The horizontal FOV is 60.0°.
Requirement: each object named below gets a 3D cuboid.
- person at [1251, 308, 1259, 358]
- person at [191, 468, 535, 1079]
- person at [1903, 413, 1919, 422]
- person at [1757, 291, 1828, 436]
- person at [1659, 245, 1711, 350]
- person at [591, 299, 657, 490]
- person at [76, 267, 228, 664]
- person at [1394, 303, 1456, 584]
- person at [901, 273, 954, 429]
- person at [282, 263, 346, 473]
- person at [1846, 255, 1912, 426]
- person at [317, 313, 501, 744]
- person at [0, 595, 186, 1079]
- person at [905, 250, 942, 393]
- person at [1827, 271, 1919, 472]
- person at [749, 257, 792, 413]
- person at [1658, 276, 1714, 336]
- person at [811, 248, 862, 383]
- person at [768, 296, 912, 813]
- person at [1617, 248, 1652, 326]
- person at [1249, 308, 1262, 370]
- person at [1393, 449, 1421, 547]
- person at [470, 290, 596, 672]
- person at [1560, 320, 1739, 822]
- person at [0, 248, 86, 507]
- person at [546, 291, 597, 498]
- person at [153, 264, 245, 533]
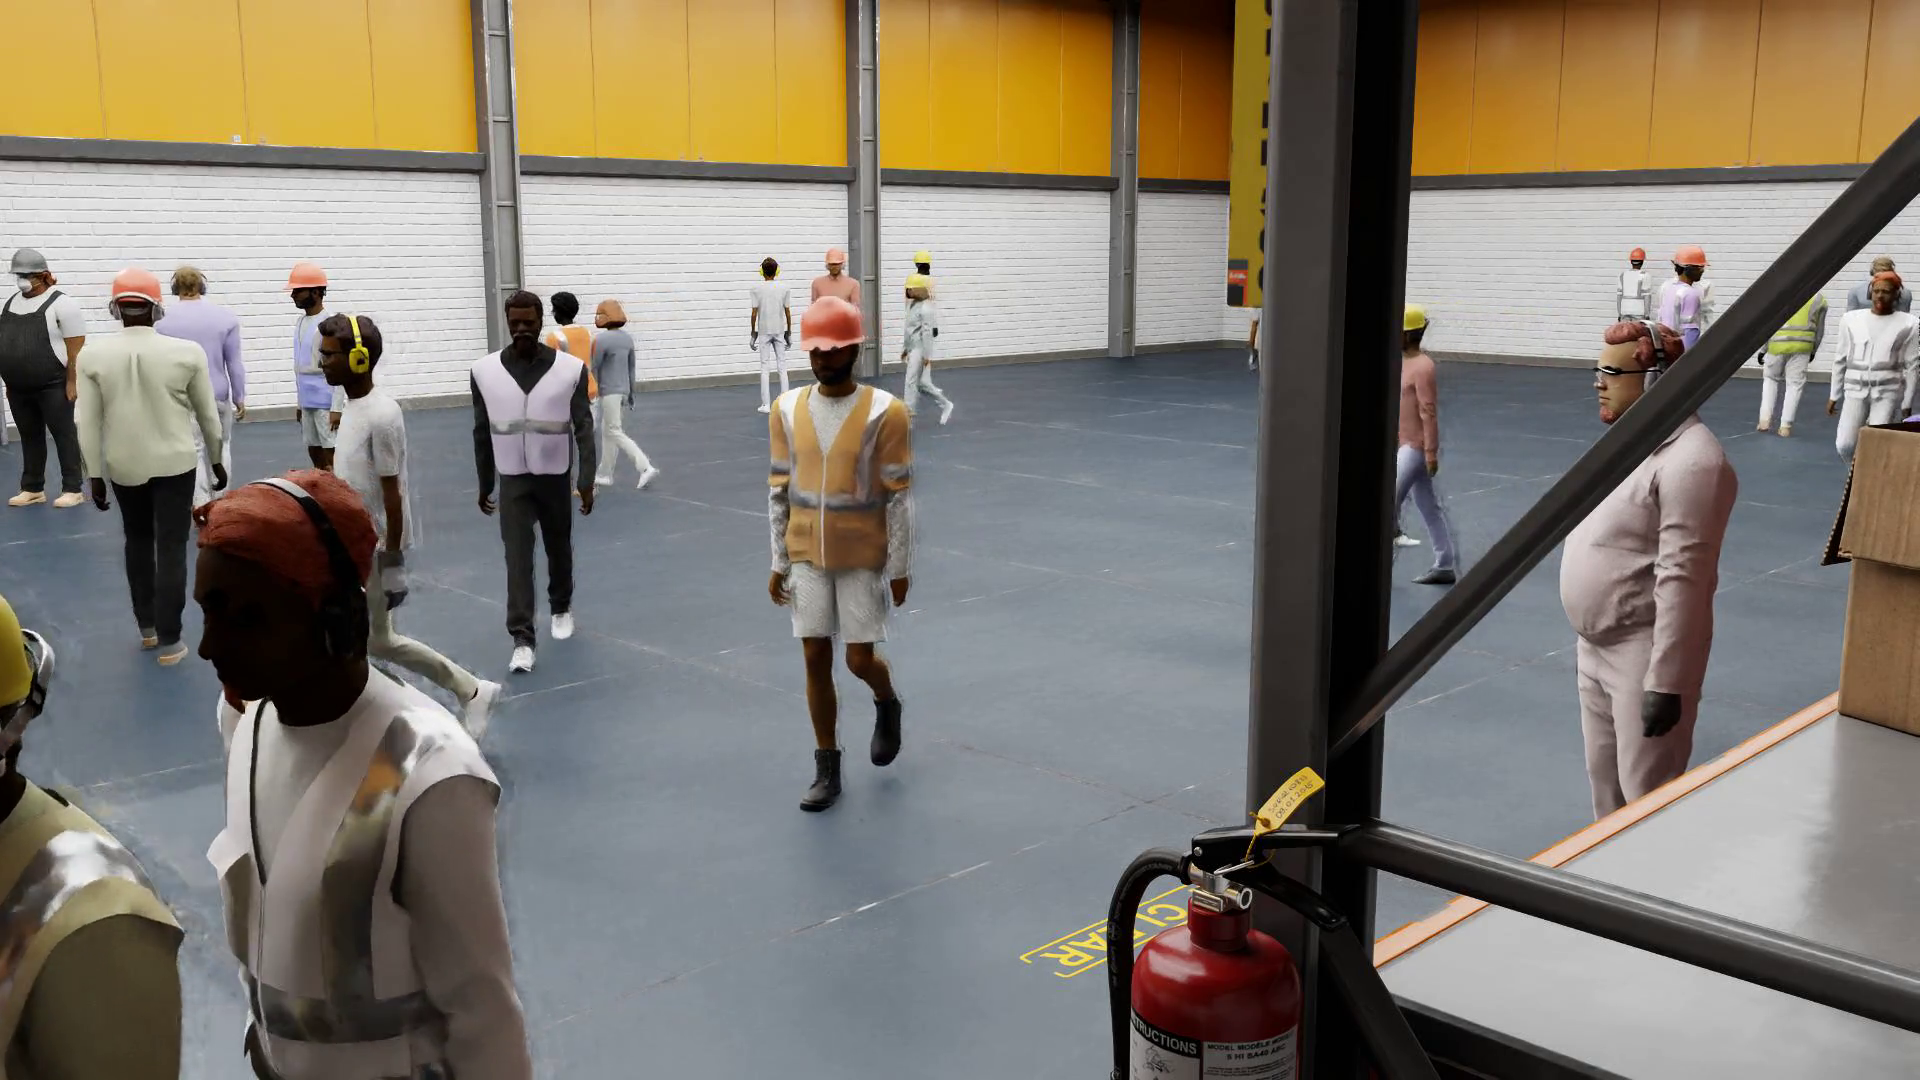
[{"bbox_3d":[5.317,-3.965,28.936,0.519,1.614,0.663,9,14,41],"label":"person"},{"bbox_3d":[-0.722,0.781,2.432,0.615,1.850,0.791,10,14,42],"label":"person"},{"bbox_3d":[3.669,0.143,6.004,0.881,1.814,0.574,-10,14,-42],"label":"person"},{"bbox_3d":[8.906,-2.034,17.856,0.641,1.815,0.670,4,11,22],"label":"person"},{"bbox_3d":[6.632,-1.677,15.283,0.376,2.044,0.608,0,10,-1],"label":"person"},{"bbox_3d":[-2.885,-1.224,14.030,0.761,1.606,0.507,4,11,23],"label":"person"},{"bbox_3d":[-4.078,-0.389,8.475,0.624,1.963,0.834,-3,11,-13],"label":"person"},{"bbox_3d":[2.637,-0.559,10.053,0.904,1.718,0.547,0,10,1],"label":"person"},{"bbox_3d":[-0.421,-2.090,18.392,0.747,1.718,0.484,-4,11,-20],"label":"person"},{"bbox_3d":[-4.552,-0.981,11.776,0.551,1.936,0.356,9,13,39],"label":"person"},{"bbox_3d":[10.006,-2.146,18.194,0.631,1.923,0.598,7,12,32],"label":"person"},{"bbox_3d":[-2.248,0.029,6.539,0.800,1.847,0.524,-6,12,-31],"label":"person"},{"bbox_3d":[-1.138,0.881,1.998,0.596,1.806,0.796,6,12,31],"label":"person"},{"bbox_3d":[-0.510,-2.957,22.567,0.355,1.930,0.587,-9,14,-41],"label":"person"},{"bbox_3d":[6.878,-1.083,12.520,0.602,1.870,0.546,9,14,40],"label":"person"},{"bbox_3d":[-2.288,-2.468,20.073,0.513,1.869,0.329,-3,11,-16],"label":"person"},{"bbox_3d":[8.427,-2.419,19.414,0.616,2.011,0.789,-1,10,-3],"label":"person"},{"bbox_3d":[-1.518,-2.541,20.187,0.654,1.964,0.837,0,10,2],"label":"person"},{"bbox_3d":[-0.437,0.037,6.298,0.547,1.920,0.574,3,11,16],"label":"person"},{"bbox_3d":[10.301,-3.484,25.411,0.345,1.942,0.547,-8,13,-37],"label":"person"},{"bbox_3d":[3.291,-1.980,17.478,0.515,1.851,0.675,3,11,17],"label":"person"},{"bbox_3d":[2.821,-0.741,11.355,0.640,1.608,0.514,-1,10,-8],"label":"person"},{"bbox_3d":[-2.158,-0.335,8.471,0.606,1.868,1.036,-2,11,-9],"label":"person"},{"bbox_3d":[1.916,0.325,4.781,0.399,1.900,0.636,0,10,-3],"label":"person"},{"bbox_3d":[-7.248,-1.268,13.061,0.679,2.000,0.537,2,11,10],"label":"person"},{"bbox_3d":[-3.231,-1.177,13.545,0.627,1.678,0.551,7,13,35],"label":"person"},{"bbox_3d":[-5.537,-1.027,12.065,0.651,1.914,0.740,-5,12,-27],"label":"person"}]
